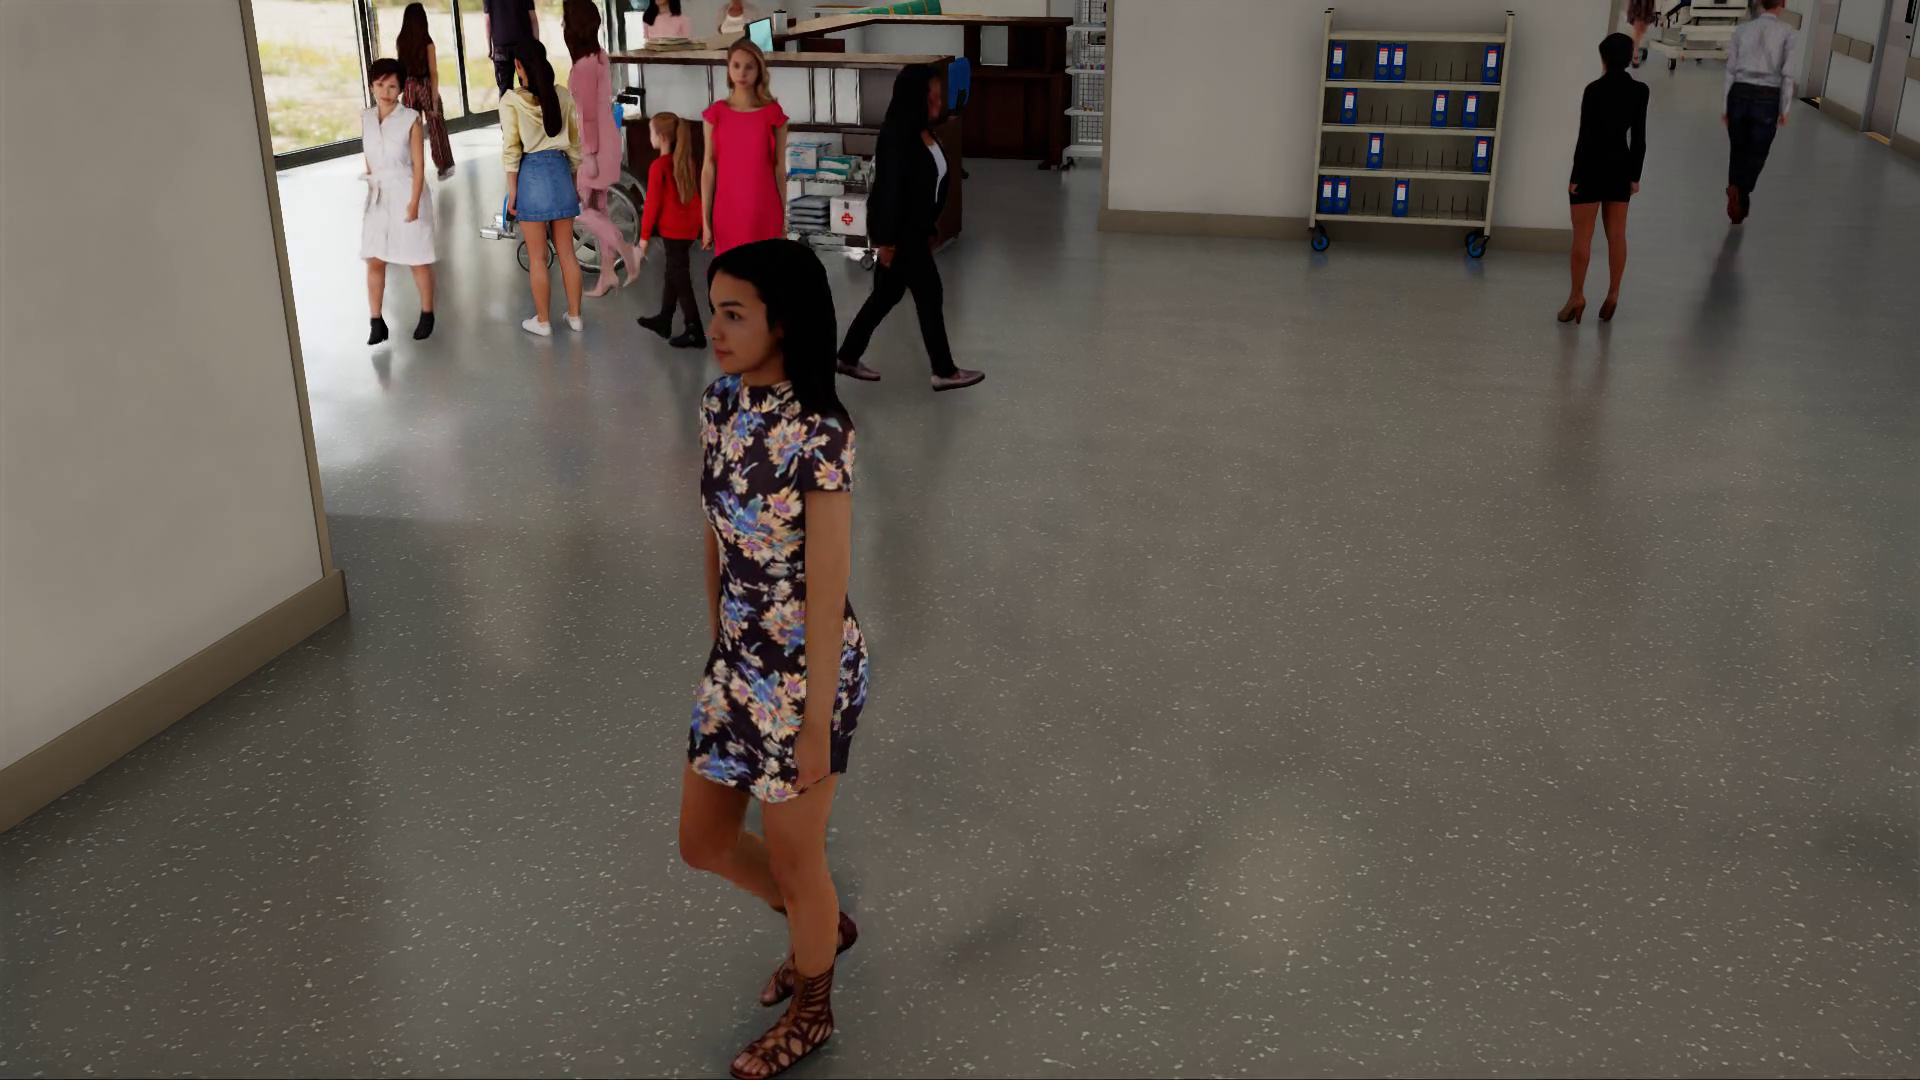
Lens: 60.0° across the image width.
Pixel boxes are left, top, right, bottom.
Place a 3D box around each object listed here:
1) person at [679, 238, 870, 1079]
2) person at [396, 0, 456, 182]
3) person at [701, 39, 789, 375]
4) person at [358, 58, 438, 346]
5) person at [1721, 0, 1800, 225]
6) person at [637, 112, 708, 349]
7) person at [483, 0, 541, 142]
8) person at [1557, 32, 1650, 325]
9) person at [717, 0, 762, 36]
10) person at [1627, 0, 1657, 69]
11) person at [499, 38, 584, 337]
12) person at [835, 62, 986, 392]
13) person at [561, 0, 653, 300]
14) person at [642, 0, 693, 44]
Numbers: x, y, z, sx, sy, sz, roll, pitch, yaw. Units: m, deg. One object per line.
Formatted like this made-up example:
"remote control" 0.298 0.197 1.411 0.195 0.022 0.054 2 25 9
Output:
"person" -0.282 0.266 3.291 0.701 1.726 0.774 19 28 41
"person" -4.661 -3.766 14.225 1.102 1.521 0.726 2 21 5
"person" -1.031 -1.569 8.200 1.053 1.680 0.799 2 21 5
"person" -3.049 -1.855 9.169 0.623 1.530 0.625 5 21 13
"person" 5.936 -3.254 12.480 1.064 1.800 0.966 16 26 36
"person" -1.500 -1.665 9.034 0.760 1.269 0.571 9 23 23
"person" -4.634 -5.087 17.254 0.691 1.846 0.848 -3 21 -8
"person" 3.700 -2.068 9.573 0.638 1.640 0.726 -2 21 -6
"person" -2.002 -4.356 15.473 0.826 1.741 0.714 7 22 18
"person" 10.385 -8.117 25.386 0.981 1.753 0.764 3 21 8
"person" -2.338 -1.981 9.355 0.728 1.632 0.751 -17 26 -37
"person" -0.357 -1.500 8.166 1.079 1.575 0.818 2 21 6
"person" -2.127 -2.348 10.097 0.757 1.793 0.676 1 21 3
"person" -2.442 -3.874 14.180 0.865 1.755 0.729 6 22 16
